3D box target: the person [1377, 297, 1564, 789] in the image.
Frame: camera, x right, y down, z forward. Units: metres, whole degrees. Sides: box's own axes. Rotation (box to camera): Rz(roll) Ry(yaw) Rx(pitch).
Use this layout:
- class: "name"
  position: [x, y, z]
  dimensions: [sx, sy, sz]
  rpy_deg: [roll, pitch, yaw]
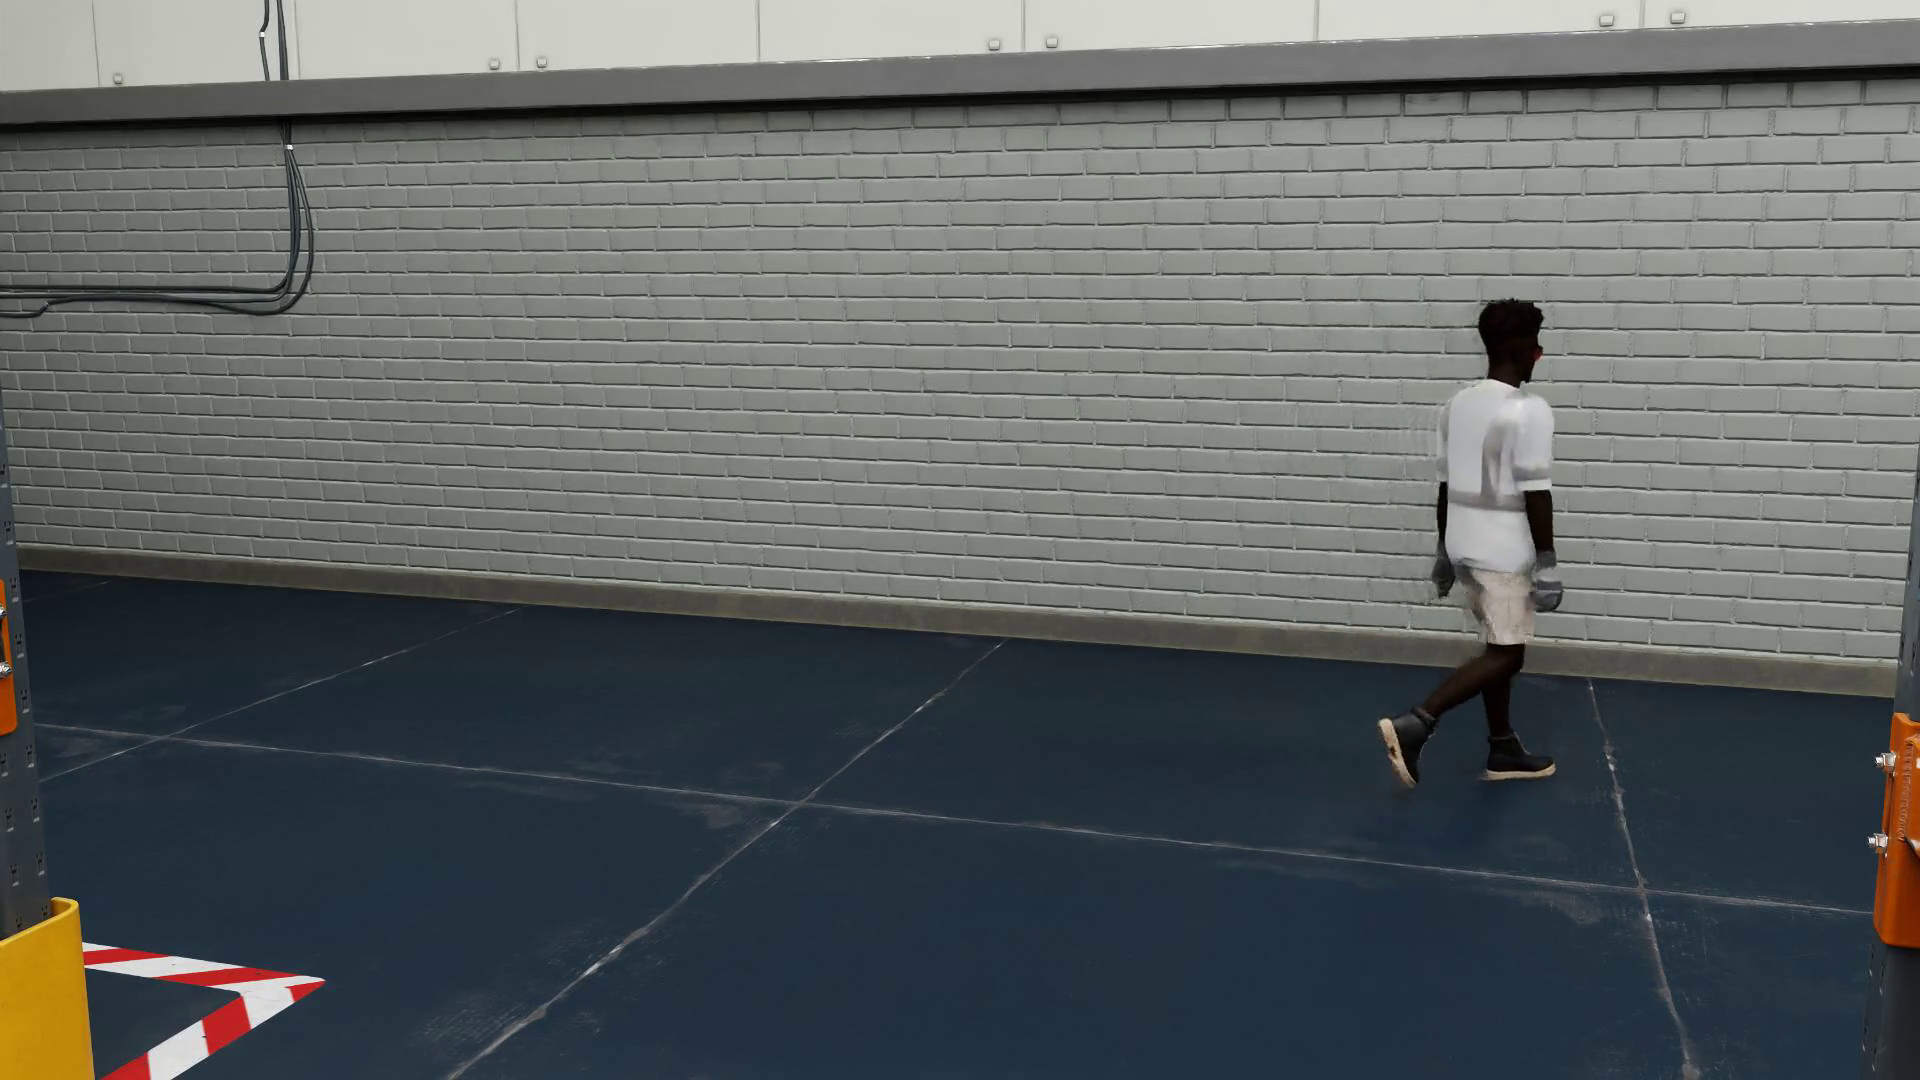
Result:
- class: "person"
  position: [2.007, 0.033, 6.444]
  dimensions: [0.799, 1.940, 0.612]
  rpy_deg: [-2, 10, -13]
